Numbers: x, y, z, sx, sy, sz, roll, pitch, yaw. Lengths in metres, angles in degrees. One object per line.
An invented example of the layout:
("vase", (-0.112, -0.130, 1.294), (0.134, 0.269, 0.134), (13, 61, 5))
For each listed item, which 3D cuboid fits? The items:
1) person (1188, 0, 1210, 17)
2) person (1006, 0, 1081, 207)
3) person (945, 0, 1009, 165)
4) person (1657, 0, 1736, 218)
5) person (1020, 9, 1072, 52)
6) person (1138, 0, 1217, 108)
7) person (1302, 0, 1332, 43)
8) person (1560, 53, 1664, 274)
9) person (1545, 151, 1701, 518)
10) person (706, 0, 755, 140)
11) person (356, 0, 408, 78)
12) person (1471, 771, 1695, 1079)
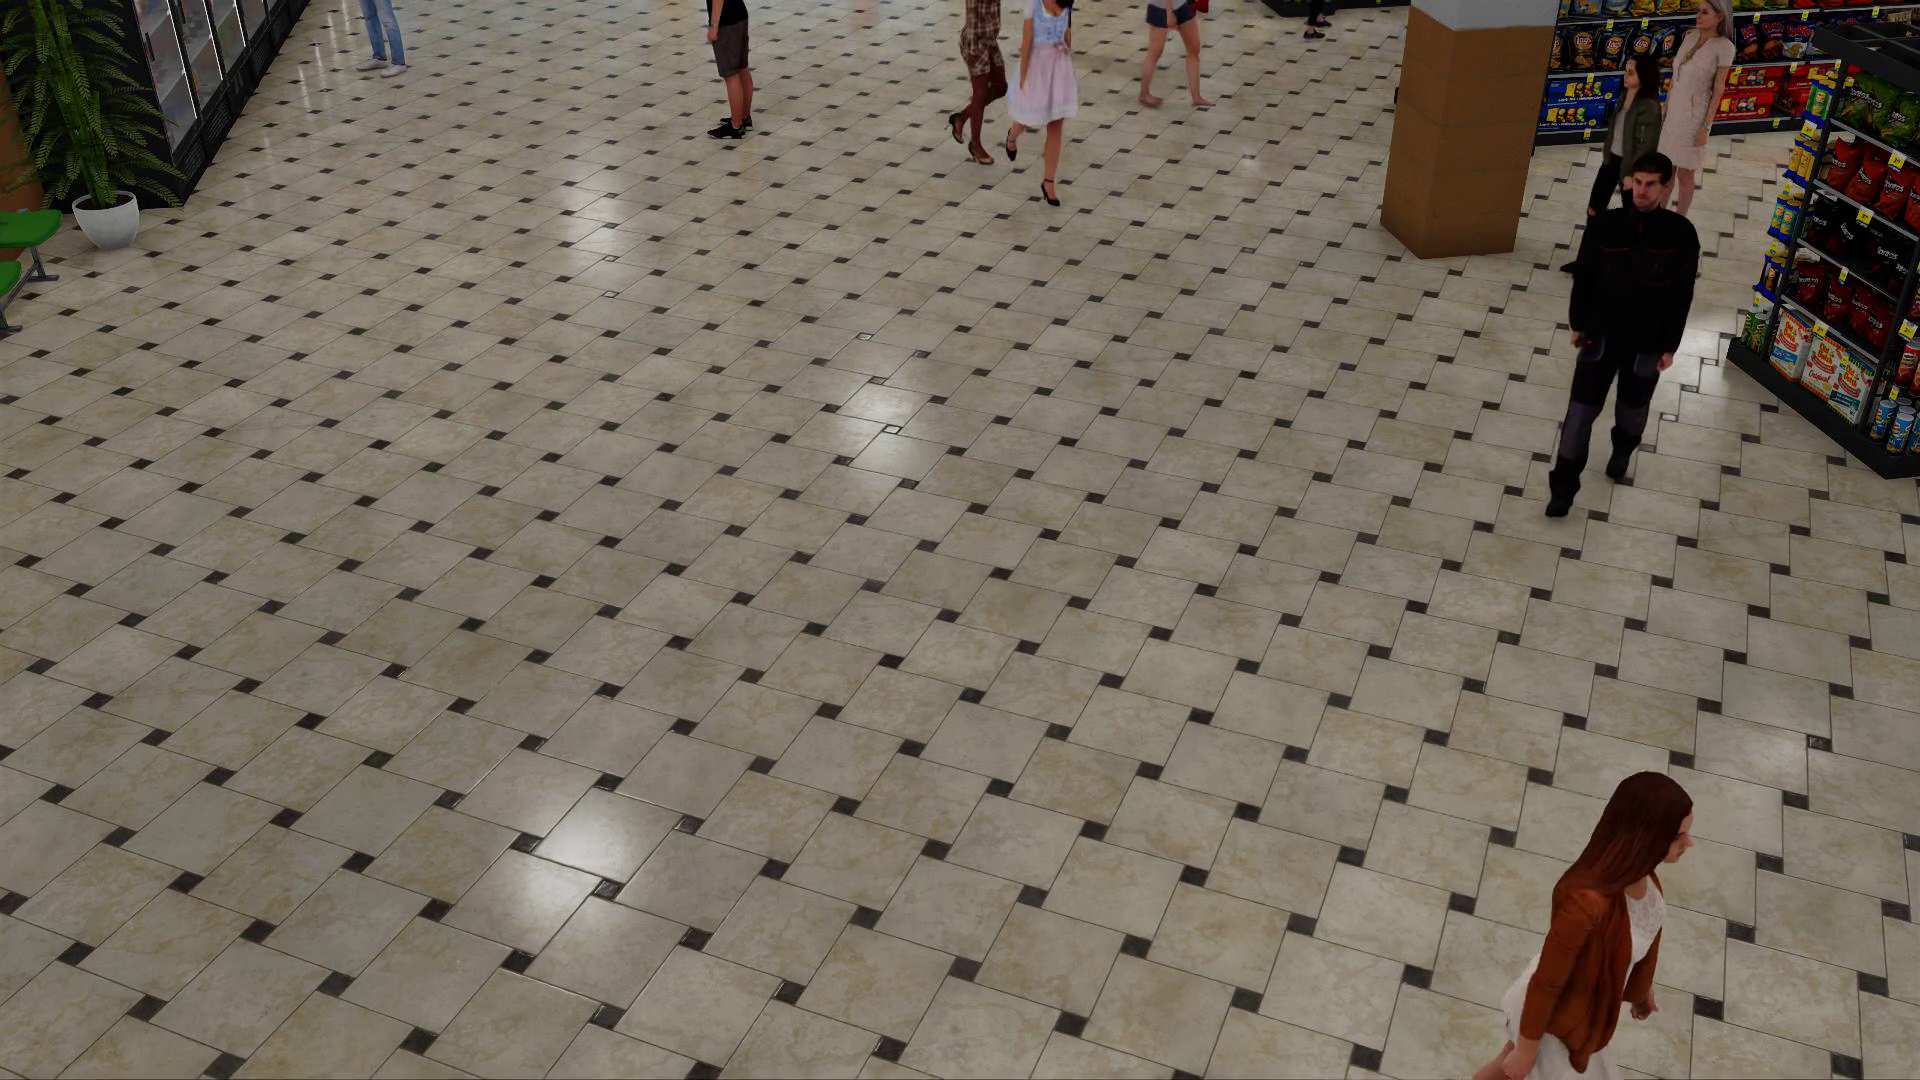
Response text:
("person", (2.366, -6.159, 16.532), (0.783, 1.805, 0.674), (28, 41, 37))
("person", (0.554, -3.354, 12.035), (1.056, 1.793, 0.886), (-15, 35, -22))
("person", (0.085, -3.757, 12.699), (0.859, 1.775, 0.790), (16, 35, 24))
("person", (4.908, -2.810, 11.216), (0.603, 1.736, 0.635), (-11, 34, -17))
("person", (0.851, -5.452, 15.375), (0.764, 1.826, 0.852), (16, 35, 24))
("person", (1.686, -4.455, 13.914), (0.990, 1.677, 0.968), (26, 40, 35))
("person", (3.378, -5.546, 15.707), (0.878, 1.635, 0.783), (-21, 37, -30))
("person", (4.406, -2.423, 10.865), (1.004, 1.448, 0.648), (-9, 33, -14))
("person", (3.347, -1.034, 8.291), (1.191, 1.808, 1.175), (15, 35, 22))
("person", (-1.842, -4.152, 13.252), (0.747, 1.862, 0.769), (8, 33, 13))
("person", (-5.251, -5.079, 14.752), (0.729, 1.851, 0.771), (23, 38, 32))
("person", (1.619, 1.287, 4.674), (1.075, 1.690, 1.026), (22, 38, 31))
